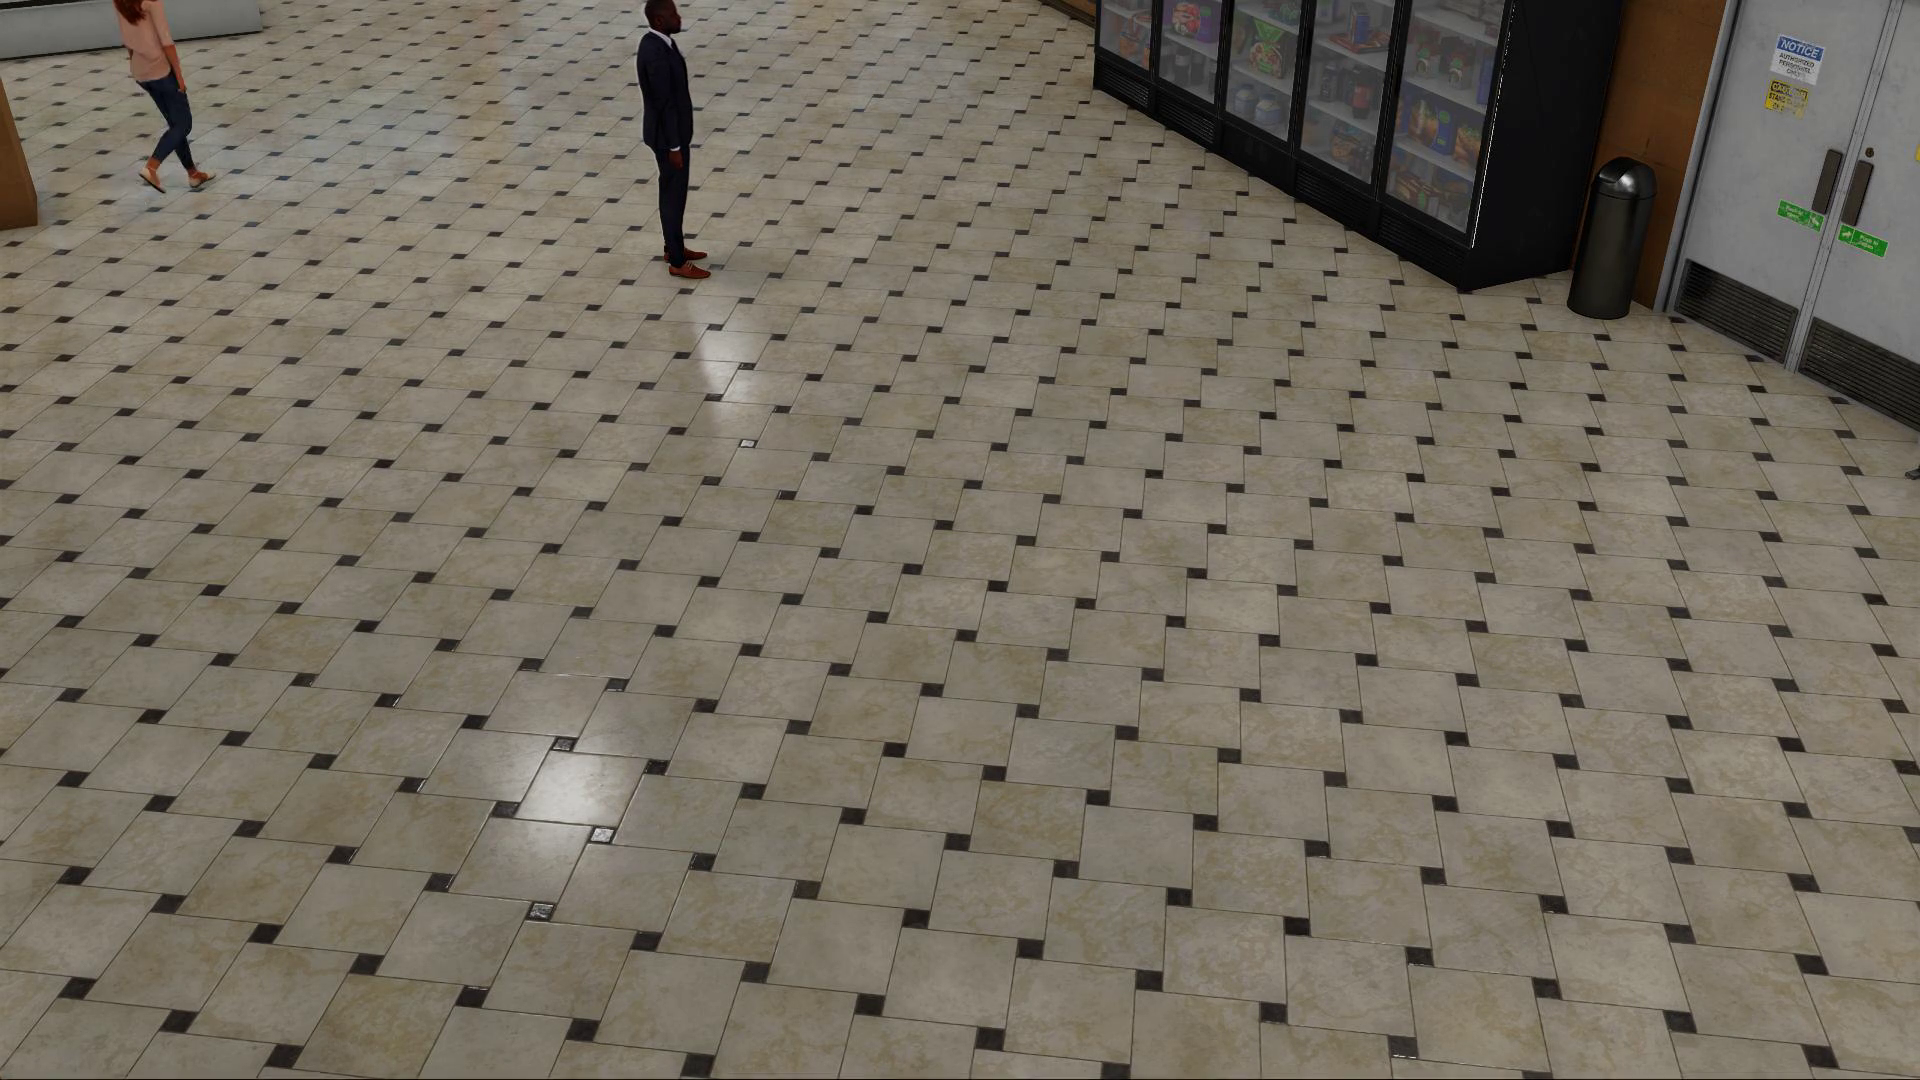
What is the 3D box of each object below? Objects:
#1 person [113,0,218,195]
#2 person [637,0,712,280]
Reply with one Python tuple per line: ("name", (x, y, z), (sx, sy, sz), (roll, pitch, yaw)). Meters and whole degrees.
("person", (-5.912, -3.361, 12.119), (0.954, 1.771, 1.028), (12, 34, 18))
("person", (-1.906, -2.649, 10.925), (0.685, 1.824, 0.758), (-6, 32, -9))
